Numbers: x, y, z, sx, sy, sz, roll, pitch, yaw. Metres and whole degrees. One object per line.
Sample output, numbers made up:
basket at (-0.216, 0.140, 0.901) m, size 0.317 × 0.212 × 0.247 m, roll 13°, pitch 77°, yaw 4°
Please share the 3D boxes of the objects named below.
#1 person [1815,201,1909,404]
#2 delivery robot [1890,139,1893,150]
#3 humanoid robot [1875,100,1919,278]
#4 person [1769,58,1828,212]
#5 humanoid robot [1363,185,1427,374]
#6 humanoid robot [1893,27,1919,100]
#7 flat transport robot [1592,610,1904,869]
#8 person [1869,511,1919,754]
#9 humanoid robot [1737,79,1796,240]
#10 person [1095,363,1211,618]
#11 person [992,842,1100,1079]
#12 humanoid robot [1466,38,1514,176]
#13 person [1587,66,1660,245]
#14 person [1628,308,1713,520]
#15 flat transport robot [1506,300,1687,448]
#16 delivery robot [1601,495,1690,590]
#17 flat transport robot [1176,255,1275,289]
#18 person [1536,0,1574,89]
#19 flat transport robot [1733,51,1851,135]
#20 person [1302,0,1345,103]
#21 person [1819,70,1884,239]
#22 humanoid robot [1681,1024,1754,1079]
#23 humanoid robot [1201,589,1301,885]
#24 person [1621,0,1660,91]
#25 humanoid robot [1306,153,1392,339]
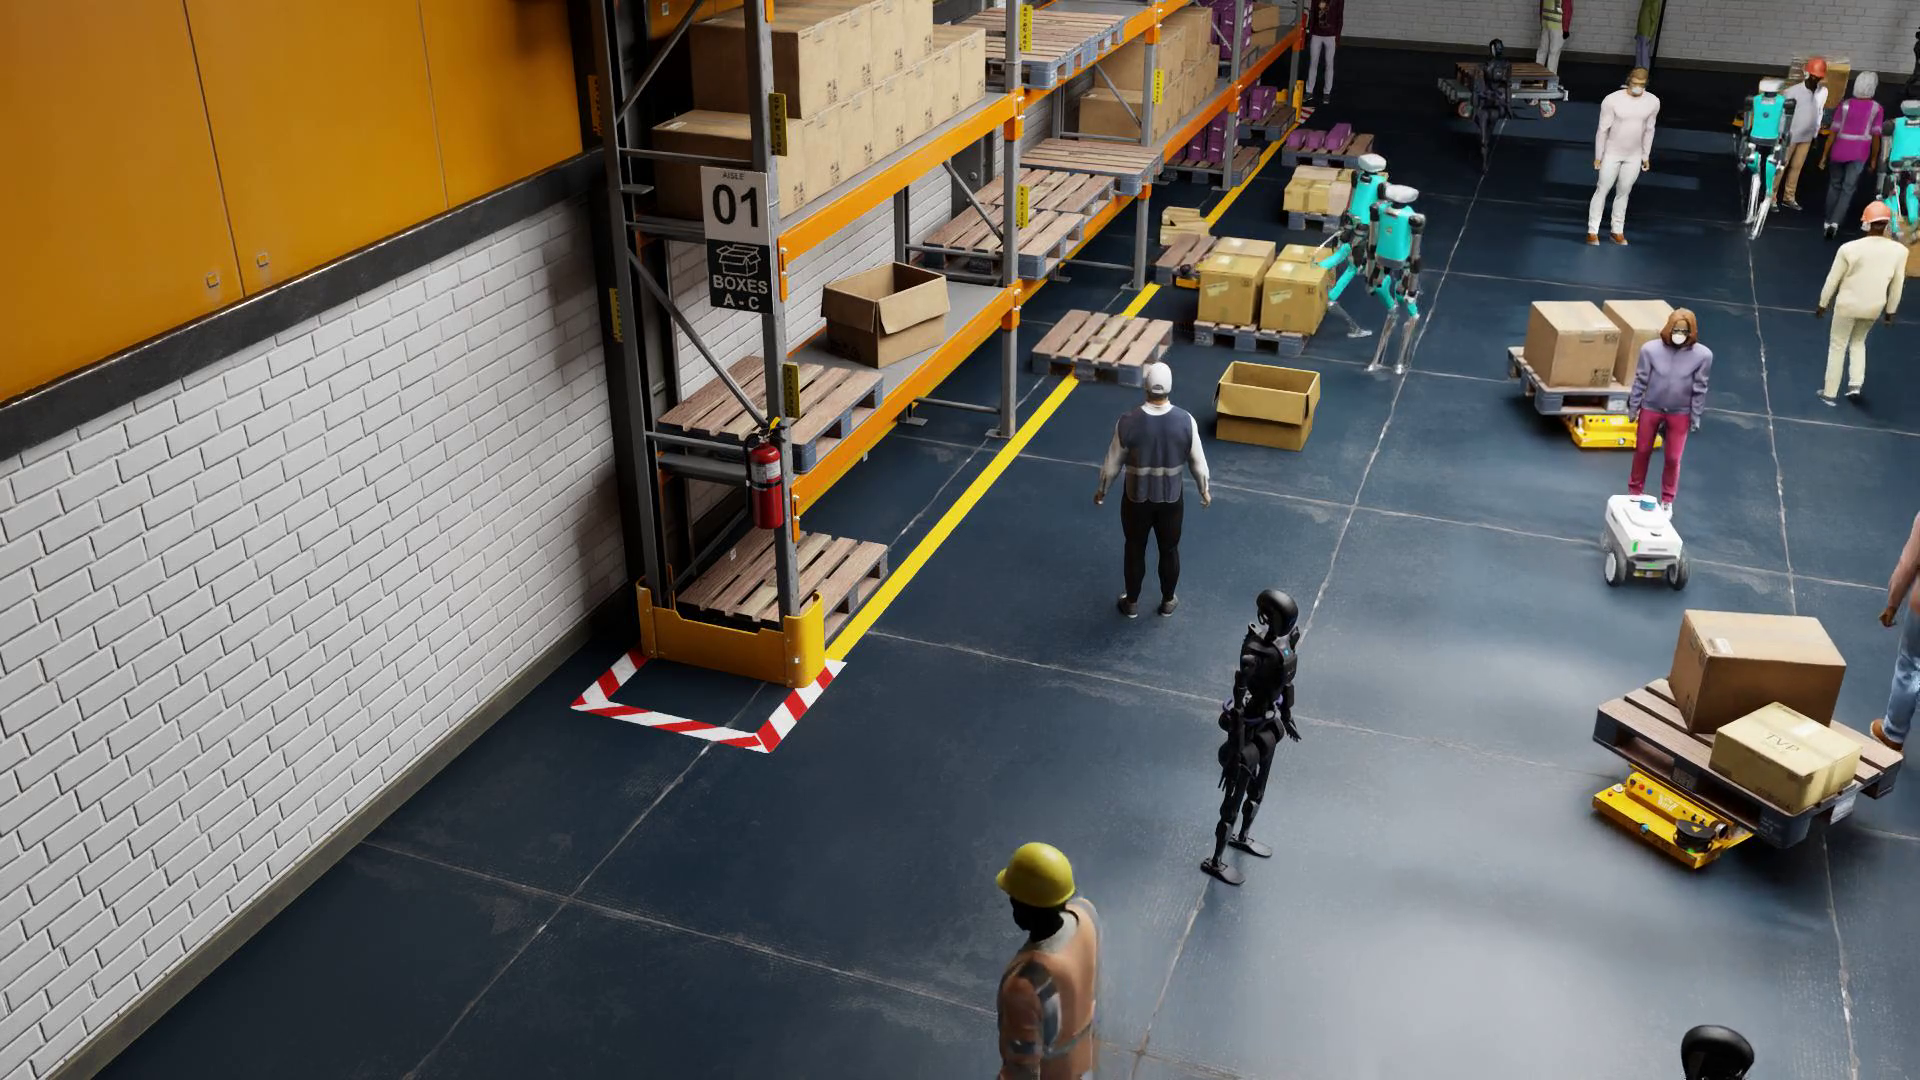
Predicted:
person at (7.549, -1.985, 14.002) m, size 0.585 × 1.725 × 0.393 m, roll 1°, pitch 27°, yaw 2°
delivery robot at (12.614, -5.296, 21.715) m, size 0.784 × 0.599 × 0.499 m, roll 8°, pitch 28°, yaw 15°
humanoid robot at (9.716, -3.507, 17.040) m, size 0.579 × 1.834 × 0.899 m, roll 3°, pitch 27°, yaw 6°
person at (9.692, -4.682, 19.214) m, size 0.559 × 1.748 × 0.328 m, roll -7°, pitch 28°, yaw -13°
humanoid robot at (3.891, -2.281, 14.570) m, size 0.758 × 1.761 × 0.561 m, roll -23°, pitch 35°, yaw -37°
humanoid robot at (14.131, -7.322, 24.423) m, size 0.453 × 1.647 × 0.620 m, roll 11°, pitch 29°, yaw 21°
flat transport robot at (4.229, 1.337, 9.156) m, size 1.431 × 0.231 × 0.659 m, roll -16°, pitch 31°, yaw -28°
person at (5.453, 0.348, 9.198) m, size 0.639 × 1.980 × 0.457 m, roll 3°, pitch 27°, yaw 5°
humanoid robot at (8.940, -4.261, 18.458) m, size 0.555 × 1.762 × 0.914 m, roll 19°, pitch 33°, yaw 33°
person at (1.249, -0.304, 10.713) m, size 0.746 × 1.758 × 0.429 m, roll 0°, pitch 27°, yaw 1°
person at (0.274, 1.919, 6.236) m, size 0.432 × 1.911 × 0.594 m, roll 19°, pitch 33°, yaw 32°
humanoid robot at (6.606, -5.432, 20.814) m, size 0.599 × 1.652 × 0.756 m, roll -7°, pitch 28°, yaw -14°
person at (7.162, -4.148, 17.984) m, size 0.626 × 1.934 × 0.372 m, roll 0°, pitch 27°, yaw 0°
person at (5.114, -0.918, 12.064) m, size 0.504 × 1.612 × 0.338 m, roll 11°, pitch 29°, yaw 21°
flat transport robot at (5.304, -1.140, 13.962) m, size 0.659 × 0.231 × 1.431 m, roll 0°, pitch 27°, yaw 0°
delivery robot at (4.695, 0.005, 11.450) m, size 0.499 × 0.614 × 0.804 m, roll 2°, pitch 27°, yaw 4°
flat transport robot at (2.982, -2.658, 16.906) m, size 1.431 × 0.231 × 0.659 m, roll 13°, pitch 30°, yaw 23°
person at (8.952, -7.715, 24.999) m, size 0.430 × 1.845 × 0.621 m, roll -10°, pitch 29°, yaw -18°
flat transport robot at (11.528, -5.819, 23.039) m, size 1.431 × 0.231 × 0.659 m, roll 13°, pitch 30°, yaw 24°
person at (5.304, -7.366, 24.207) m, size 0.498 × 1.948 × 0.420 m, roll 12°, pitch 30°, yaw 22°
person at (9.754, -4.220, 18.253) m, size 0.556 × 1.812 × 0.851 m, roll 17°, pitch 32°, yaw 30°
humanoid robot at (2.518, 2.345, 5.672) m, size 0.394 × 1.646 × 0.609 m, roll 9°, pitch 29°, yaw 17°
humanoid robot at (1.487, 0.961, 8.349) m, size 0.326 × 1.648 × 0.614 m, roll 21°, pitch 34°, yaw 35°
person at (10.248, -7.552, 24.908) m, size 0.285 × 1.631 × 0.500 m, roll -1°, pitch 27°, yaw -1°
humanoid robot at (3.424, -2.630, 15.278) m, size 0.907 × 1.768 × 0.534 m, roll -10°, pitch 29°, yaw -18°
